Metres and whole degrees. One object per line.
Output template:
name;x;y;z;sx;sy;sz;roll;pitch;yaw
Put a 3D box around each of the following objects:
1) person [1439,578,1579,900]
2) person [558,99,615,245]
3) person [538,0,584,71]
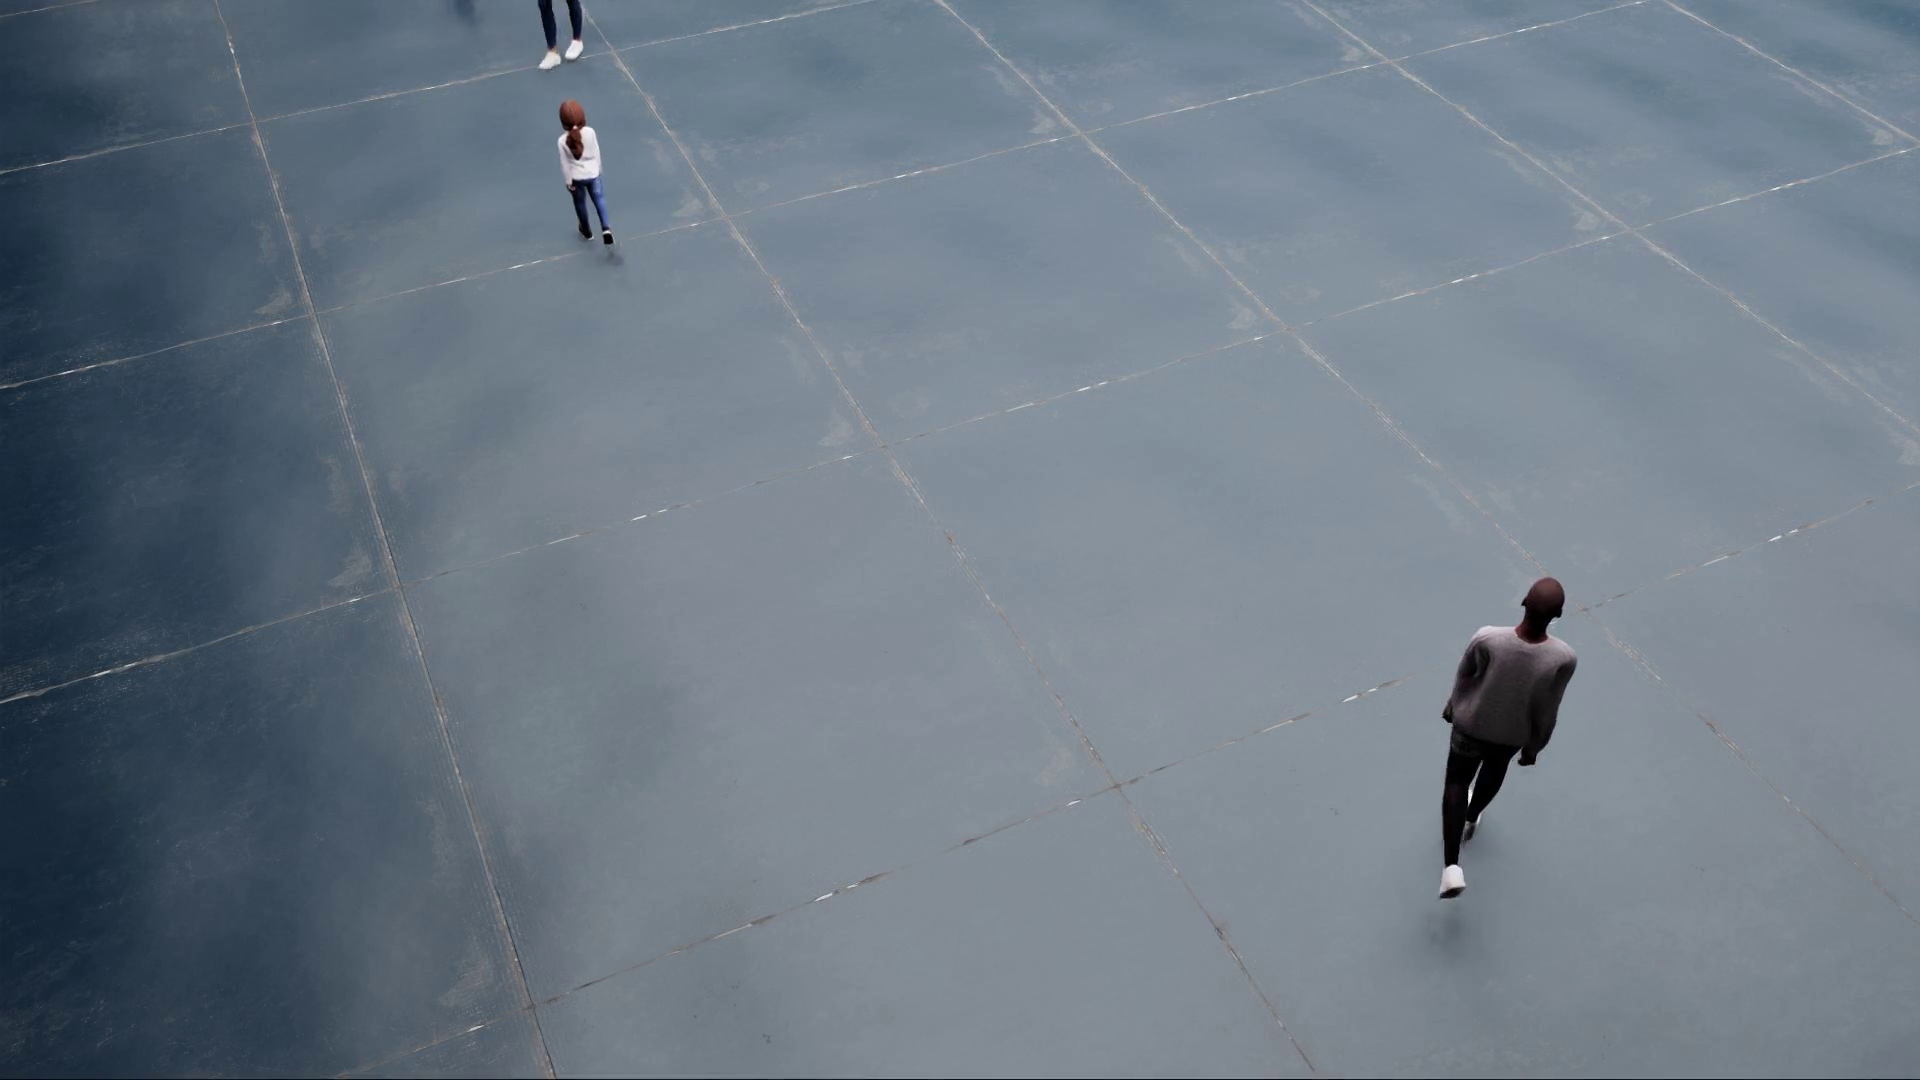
person;2.392;0.906;7.457;1.015;1.750;1.135;10;43;10
person;-2.648;-2.585;11.781;0.451;1.103;0.675;-20;46;-20
person;-3.321;-4.850;13.786;0.886;1.762;0.963;10;43;10
